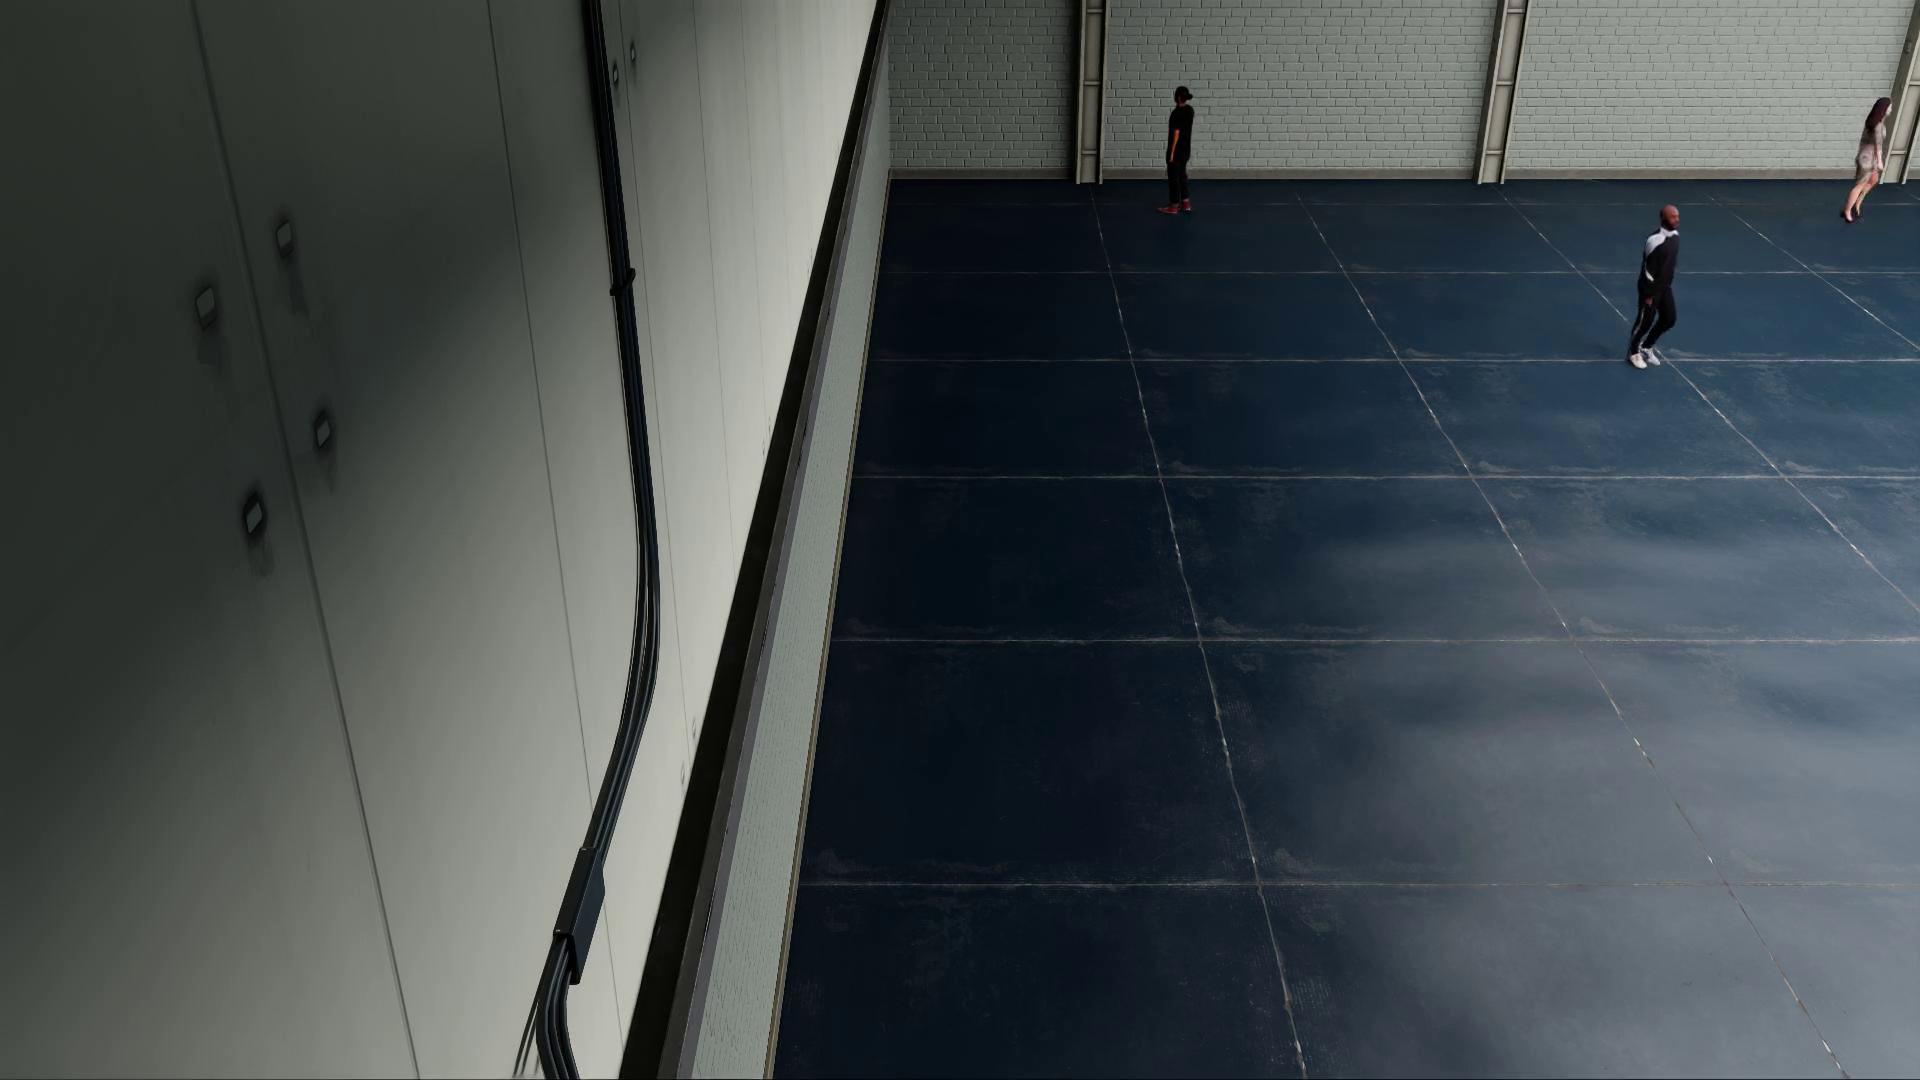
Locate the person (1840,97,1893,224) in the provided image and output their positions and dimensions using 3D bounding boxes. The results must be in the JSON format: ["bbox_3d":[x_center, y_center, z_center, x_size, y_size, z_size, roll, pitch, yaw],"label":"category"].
[{"bbox_3d":[12.304,-5.168,22.705,0.695,1.733,0.675,8,29,14],"label":"person"}]

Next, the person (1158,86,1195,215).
[{"bbox_3d":[3.068,-5.442,23.187,0.779,1.764,0.743,18,33,30],"label":"person"}]

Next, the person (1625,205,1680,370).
[{"bbox_3d":[7.519,-2.792,18.156,0.757,1.815,0.856,-17,32,-29],"label":"person"}]
